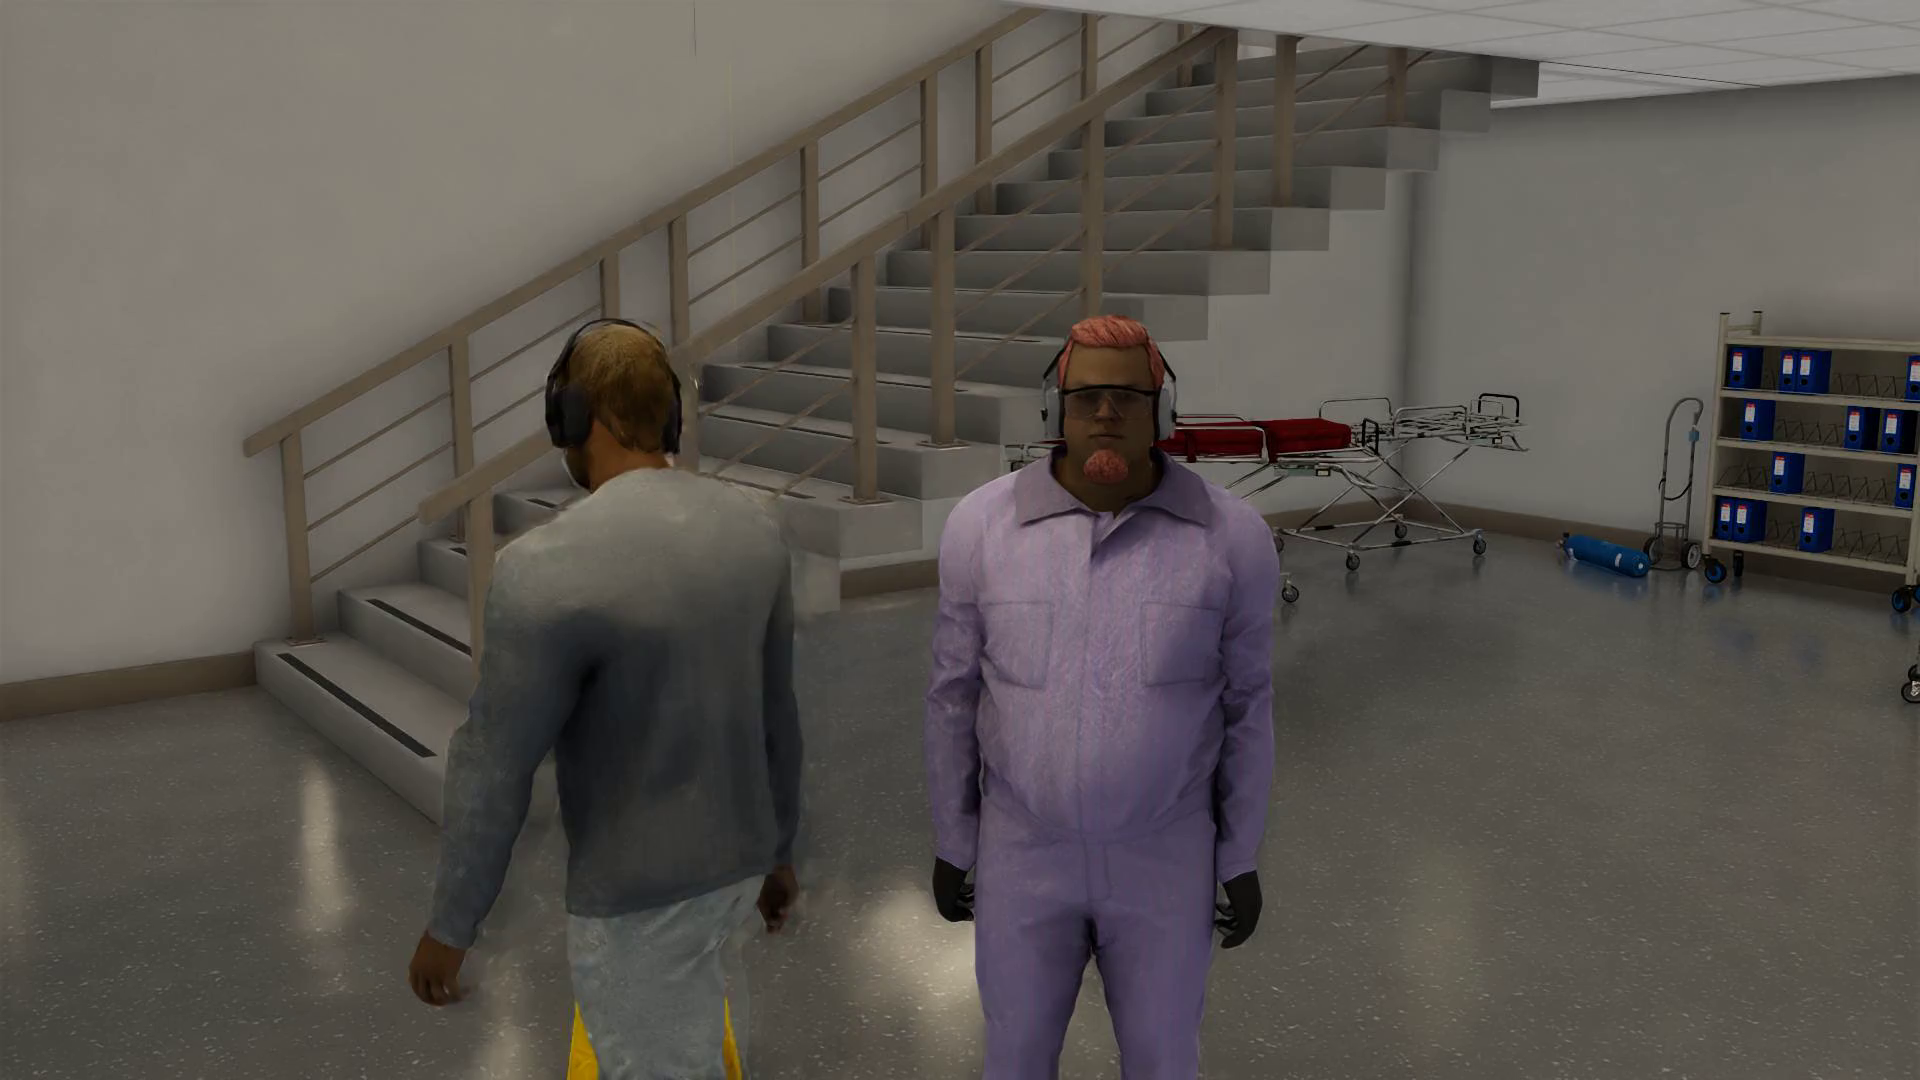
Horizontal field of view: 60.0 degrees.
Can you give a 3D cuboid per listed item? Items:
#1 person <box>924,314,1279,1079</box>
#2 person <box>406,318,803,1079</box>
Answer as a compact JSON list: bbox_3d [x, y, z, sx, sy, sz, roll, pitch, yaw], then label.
[{"bbox_3d":[0.250,0.550,3.049,0.642,1.913,0.409,1,10,6],"label":"person"},{"bbox_3d":[-0.581,0.588,2.841,0.727,1.903,0.658,4,11,24],"label":"person"}]
